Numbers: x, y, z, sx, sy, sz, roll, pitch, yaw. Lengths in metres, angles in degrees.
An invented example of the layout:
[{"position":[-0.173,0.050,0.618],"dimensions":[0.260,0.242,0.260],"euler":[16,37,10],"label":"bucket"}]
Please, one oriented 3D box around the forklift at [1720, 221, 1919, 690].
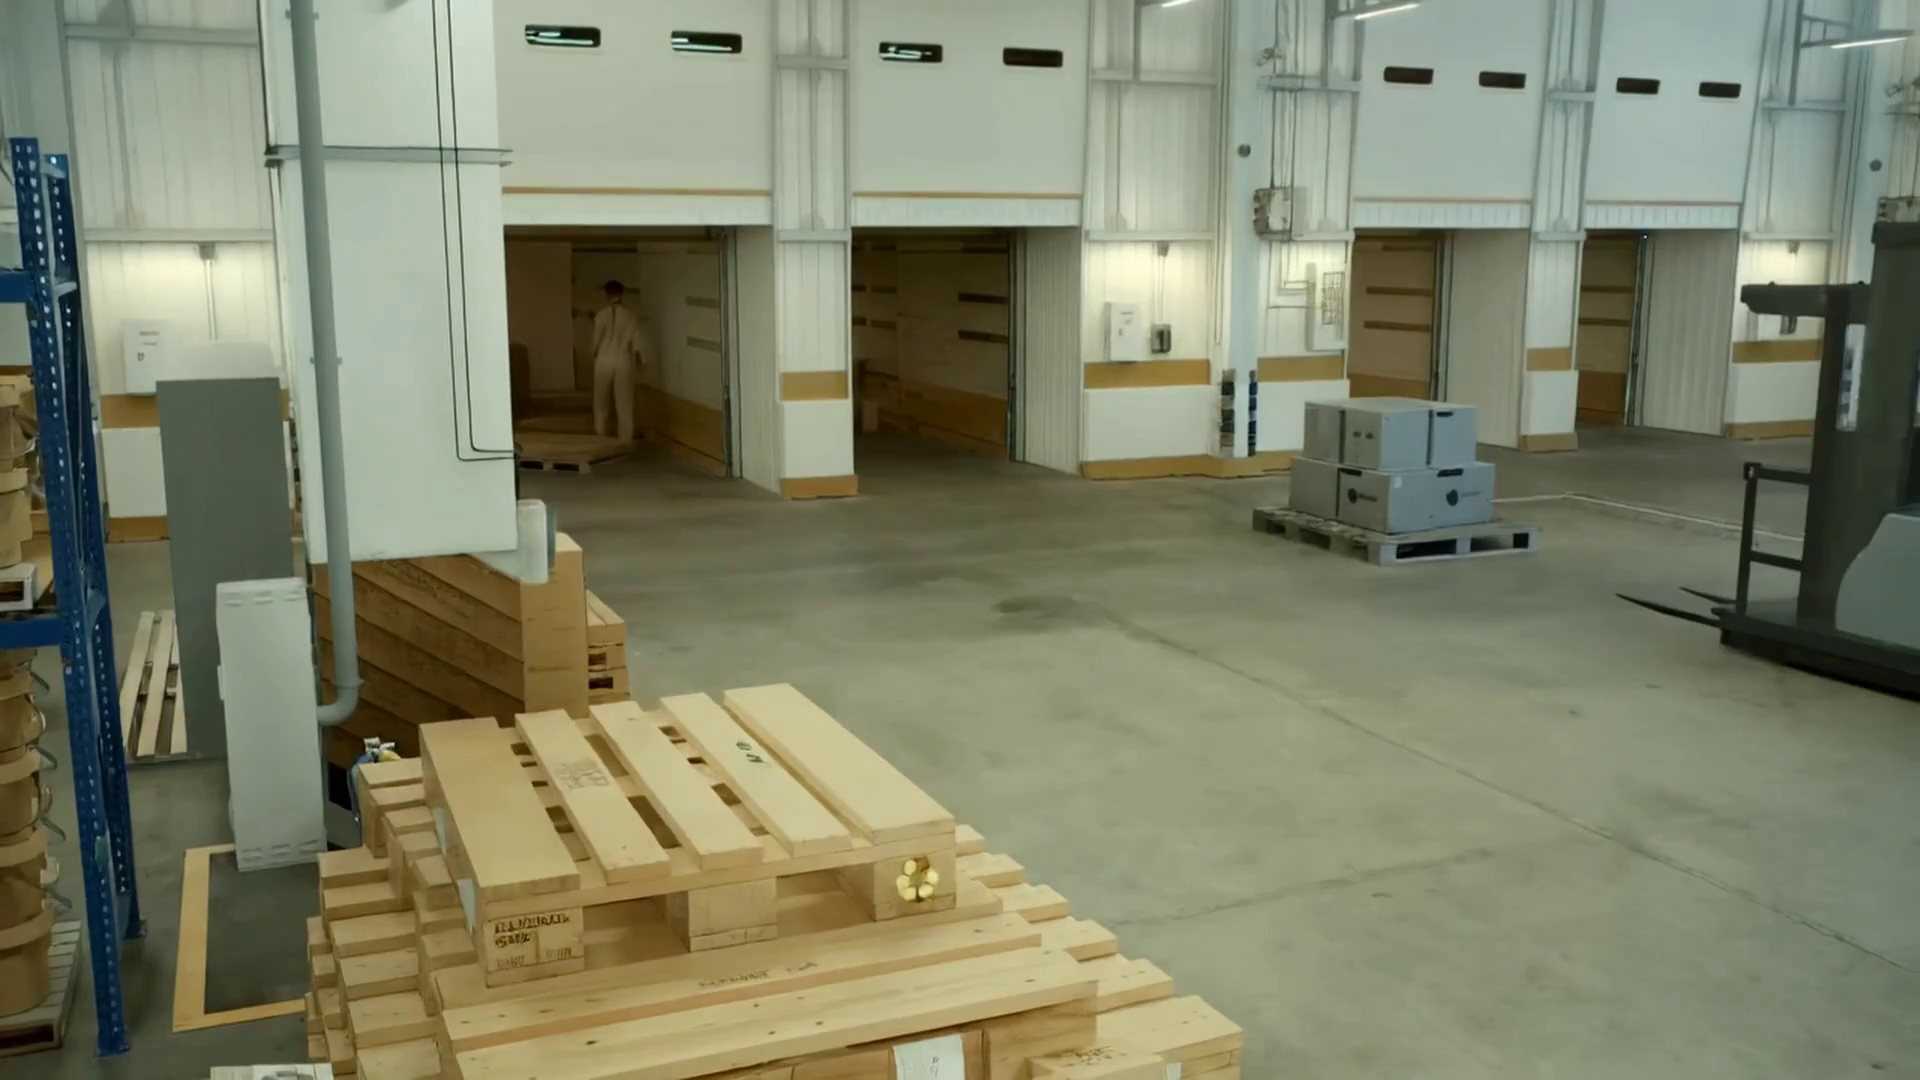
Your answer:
[{"position":[5.949,-0.550,10.218],"dimensions":[1.129,2.768,1.873],"euler":[-4,11,-23],"label":"forklift"}]
